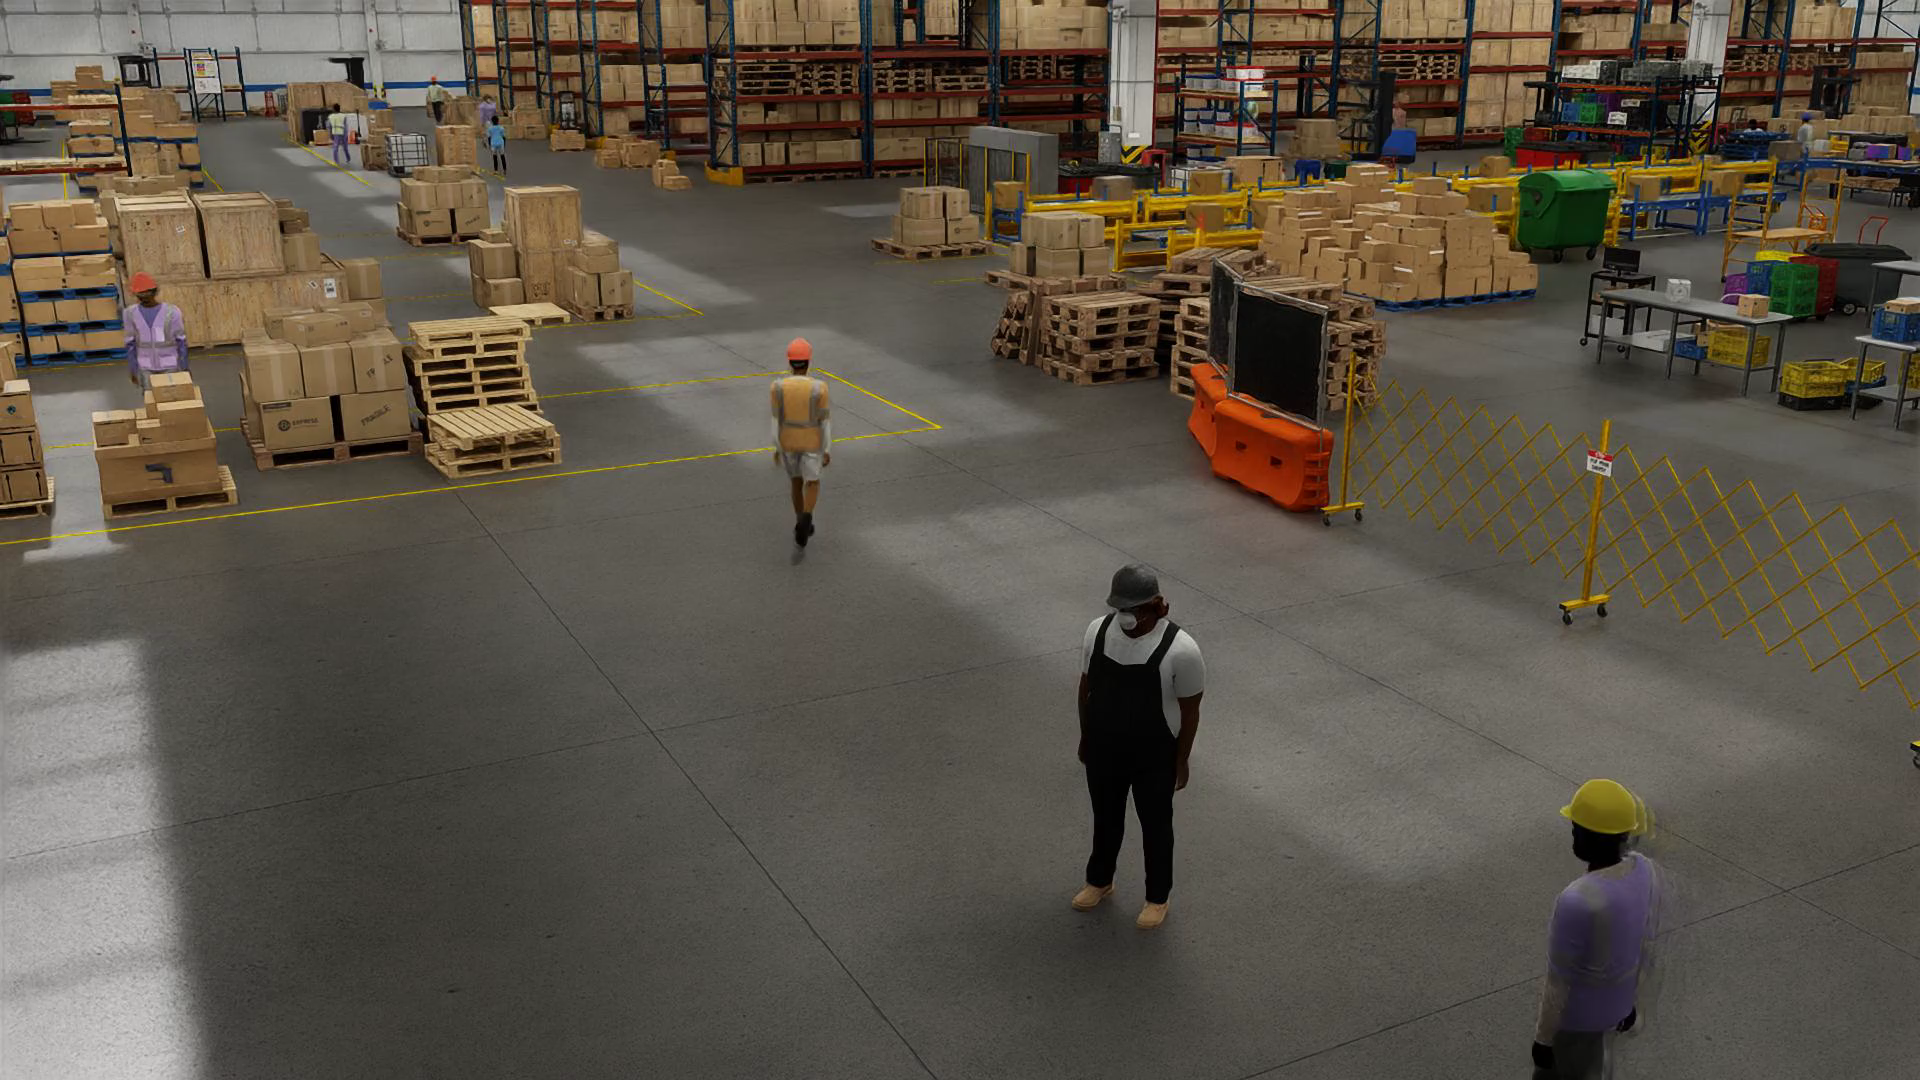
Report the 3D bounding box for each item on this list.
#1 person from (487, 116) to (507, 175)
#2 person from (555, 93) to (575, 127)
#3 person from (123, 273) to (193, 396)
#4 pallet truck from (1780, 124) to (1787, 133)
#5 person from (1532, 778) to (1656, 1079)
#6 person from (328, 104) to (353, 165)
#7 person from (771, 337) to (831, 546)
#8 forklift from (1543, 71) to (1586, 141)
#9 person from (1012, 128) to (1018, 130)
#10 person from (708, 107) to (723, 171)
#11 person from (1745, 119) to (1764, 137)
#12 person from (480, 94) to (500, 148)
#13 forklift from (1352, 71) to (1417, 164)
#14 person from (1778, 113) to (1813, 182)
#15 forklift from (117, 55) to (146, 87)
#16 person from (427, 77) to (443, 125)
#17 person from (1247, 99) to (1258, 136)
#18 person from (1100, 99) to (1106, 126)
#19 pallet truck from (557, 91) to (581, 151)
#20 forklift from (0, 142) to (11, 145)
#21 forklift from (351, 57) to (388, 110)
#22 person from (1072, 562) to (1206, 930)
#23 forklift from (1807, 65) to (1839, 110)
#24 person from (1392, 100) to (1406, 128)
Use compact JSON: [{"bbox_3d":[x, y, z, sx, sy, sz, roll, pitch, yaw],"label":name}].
[{"bbox_3d":[-13.622,-11.614,48.947,0.535,1.697,0.322,-8,20,-25],"label":"person"},{"bbox_3d":[-13.938,-14.861,58.745,1.042,1.893,0.639,-16,24,-40],"label":"person"},{"bbox_3d":[-8.722,-1.892,18.134,0.649,2.026,0.394,-3,18,-9],"label":"person"},{"bbox_3d":[25.206,-12.542,52.601,1.601,1.201,0.680,0,18,-2],"label":"pallet truck"},{"bbox_3d":[2.555,1.858,6.635,0.594,1.900,0.886,-15,23,-39],"label":"person"},{"bbox_3d":[-19.408,-12.668,51.979,0.612,1.863,1.019,1,18,2],"label":"person"},{"bbox_3d":[-1.451,-0.868,15.097,0.548,1.919,0.717,2,18,7],"label":"person"},{"bbox_3d":[18.685,-13.231,52.085,1.873,2.768,1.129,-9,20,-26],"label":"forklift"},{"bbox_3d":[1.367,-10.148,44.388,0.639,1.682,0.538,6,19,19],"label":"person"},{"bbox_3d":[-7.382,-12.041,49.969,0.483,1.889,0.666,-5,18,-16],"label":"person"},{"bbox_3d":[22.954,-11.339,48.175,0.540,1.640,0.759,13,22,35],"label":"person"},{"bbox_3d":[-16.357,-14.503,57.634,0.918,1.901,0.636,12,21,32],"label":"person"},{"bbox_3d":[13.290,-13.203,51.996,1.873,2.768,1.129,0,18,0],"label":"forklift"},{"bbox_3d":[23.734,-11.086,47.000,0.617,1.883,0.997,-12,22,-34],"label":"person"},{"bbox_3d":[-34.198,-18.635,68.931,1.873,2.768,1.129,16,24,40],"label":"forklift"},{"bbox_3d":[-21.993,-18.361,69.563,0.621,1.964,0.869,2,18,5],"label":"person"},{"bbox_3d":[10.482,-15.179,59.873,0.722,1.819,0.569,0,18,-1],"label":"person"},{"bbox_3d":[6.071,-18.037,68.934,0.561,1.727,0.778,16,24,41],"label":"person"},{"bbox_3d":[-13.495,-14.412,57.188,0.823,1.965,1.885,-3,18,-9],"label":"pallet truck"},{"bbox_3d":[-34.684,-15.432,58.943,1.873,2.768,1.129,-2,18,-7],"label":"forklift"},{"bbox_3d":[-24.072,-17.956,66.815,1.873,2.768,1.129,-9,20,-26],"label":"forklift"},{"bbox_3d":[0.898,1.086,8.803,0.688,2.000,0.536,11,21,30],"label":"person"},{"bbox_3d":[29.746,-14.974,57.517,1.129,2.768,1.873,-9,20,-26],"label":"forklift"},{"bbox_3d":[14.104,-13.286,53.877,0.797,1.884,0.652,-15,23,-39],"label":"person"}]
